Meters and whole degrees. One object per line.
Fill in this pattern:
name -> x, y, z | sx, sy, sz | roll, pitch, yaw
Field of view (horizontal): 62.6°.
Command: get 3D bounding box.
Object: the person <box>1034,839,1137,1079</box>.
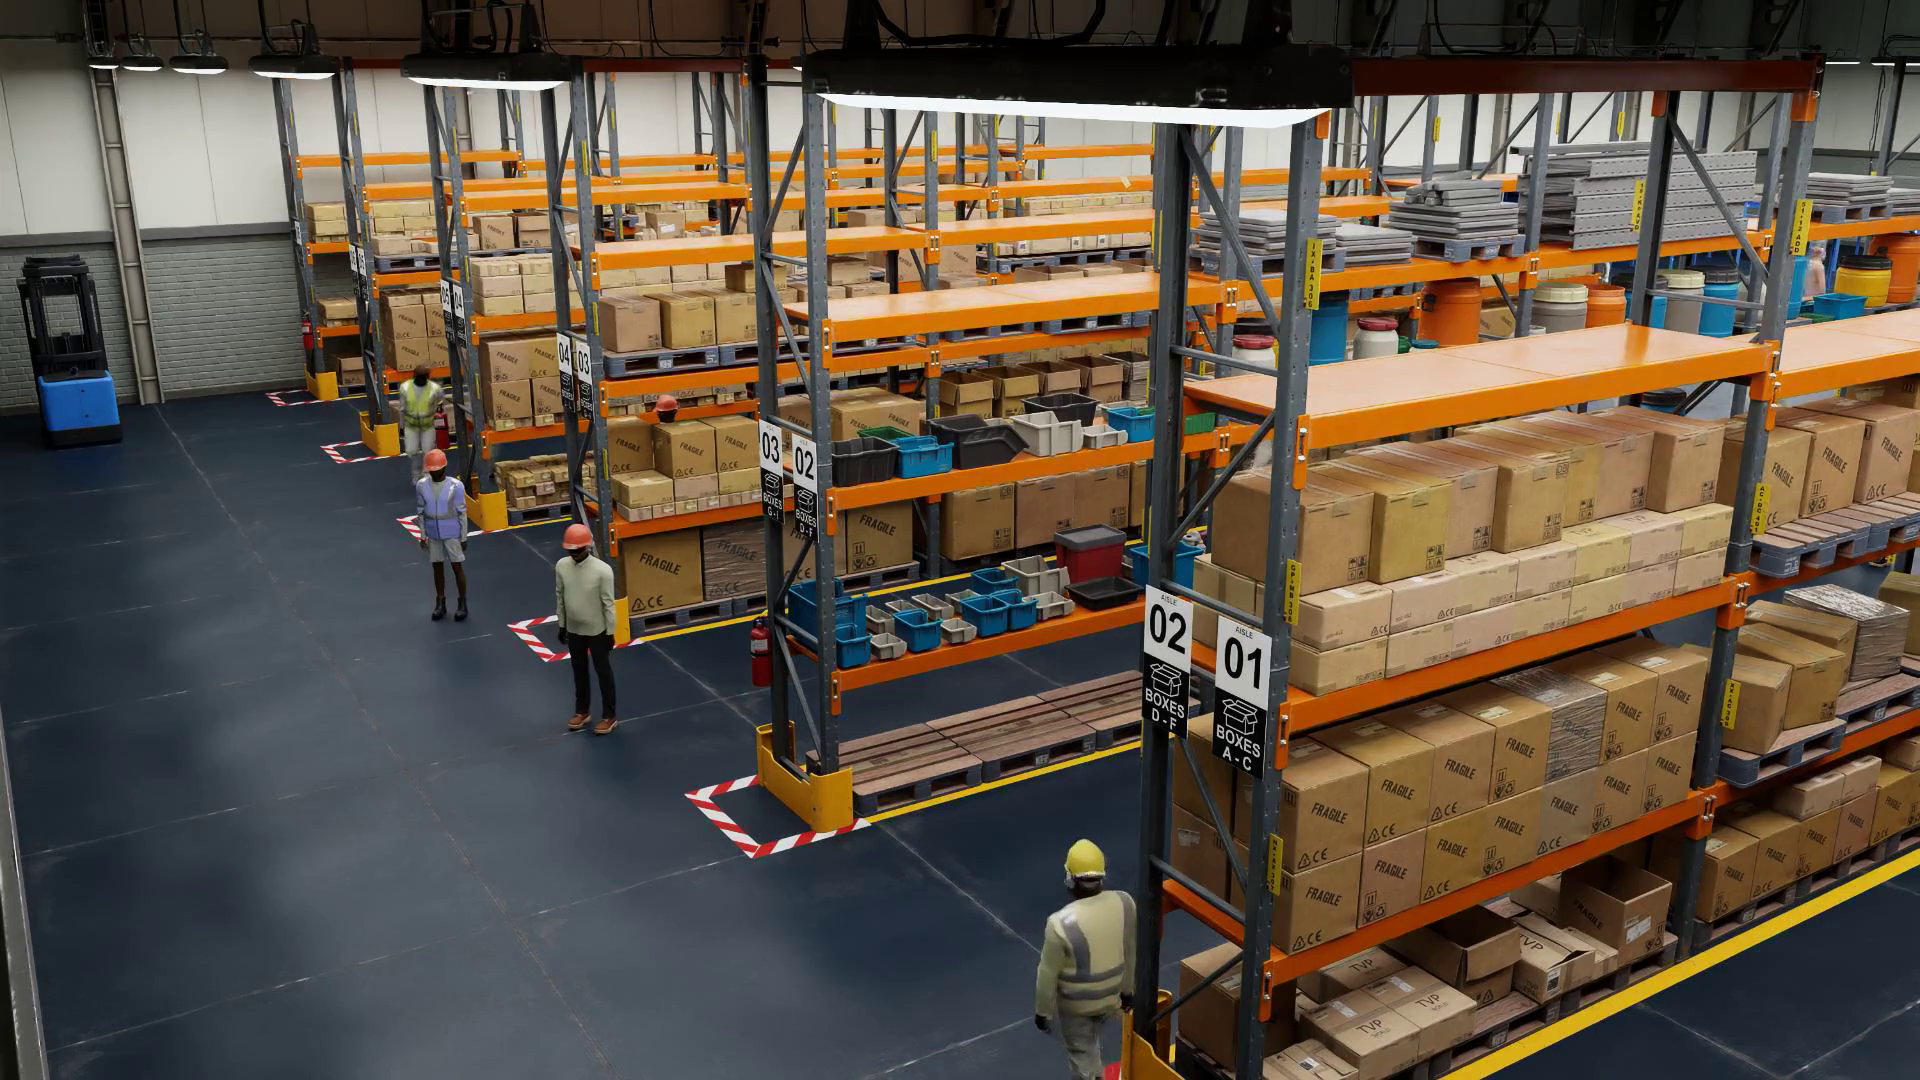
person -> 0.677, 2.554, 8.975 | 0.619, 1.802, 0.503 | -11, 20, -33

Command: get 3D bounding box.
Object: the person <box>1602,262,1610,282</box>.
person -> 17.891, -8.080, 43.762 | 0.503, 1.862, 0.312 | -8, 19, -25

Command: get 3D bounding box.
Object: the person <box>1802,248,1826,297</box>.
person -> 19.564, -5.719, 36.015 | 0.993, 1.851, 0.676 | 2, 17, 6

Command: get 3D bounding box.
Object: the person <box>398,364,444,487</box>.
person -> -7.720, -1.624, 22.657 | 0.647, 1.818, 0.444 | -3, 17, -9

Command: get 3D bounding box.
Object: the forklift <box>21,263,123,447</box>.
forklift -> -14.518, -3.079, 25.708 | 1.129, 2.768, 1.873 | -10, 20, -31

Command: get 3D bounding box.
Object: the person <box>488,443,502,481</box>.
person -> -6.800, -1.791, 23.245 | 0.611, 1.794, 0.759 | 8, 19, 25

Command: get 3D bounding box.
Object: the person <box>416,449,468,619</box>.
person -> -5.688, -0.067, 17.372 | 0.545, 1.929, 0.389 | 1, 17, 3

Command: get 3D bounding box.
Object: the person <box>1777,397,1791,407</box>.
person -> 12.242, -1.985, 23.736 | 0.610, 1.874, 0.396 | -7, 18, -22

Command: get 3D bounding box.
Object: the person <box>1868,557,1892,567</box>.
person -> 11.307, -0.663, 19.256 | 0.361, 1.964, 0.613 | -3, 17, -9

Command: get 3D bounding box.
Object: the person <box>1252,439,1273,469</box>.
person -> 3.886, -0.837, 19.957 | 0.655, 1.886, 0.652 | 2, 17, 6

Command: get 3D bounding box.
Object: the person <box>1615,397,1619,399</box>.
person -> 10.707, -2.419, 25.001 | 0.635, 1.986, 0.417 | 8, 19, 25

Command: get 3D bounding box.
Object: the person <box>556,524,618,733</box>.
person -> -3.421, 0.798, 14.436 | 0.618, 1.986, 0.406 | 7, 18, 22

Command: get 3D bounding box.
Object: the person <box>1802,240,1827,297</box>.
person -> 22.123, -7.215, 40.798 | 0.378, 1.935, 0.625 | 13, 21, 36

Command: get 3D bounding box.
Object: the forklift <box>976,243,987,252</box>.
forklift -> 0.988, -5.474, 34.718 | 1.214, 2.155, 2.313 | -10, 20, -31

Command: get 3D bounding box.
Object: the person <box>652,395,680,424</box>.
person -> -3.582, -0.793, 19.555 | 0.373, 2.043, 0.614 | -14, 22, -39
